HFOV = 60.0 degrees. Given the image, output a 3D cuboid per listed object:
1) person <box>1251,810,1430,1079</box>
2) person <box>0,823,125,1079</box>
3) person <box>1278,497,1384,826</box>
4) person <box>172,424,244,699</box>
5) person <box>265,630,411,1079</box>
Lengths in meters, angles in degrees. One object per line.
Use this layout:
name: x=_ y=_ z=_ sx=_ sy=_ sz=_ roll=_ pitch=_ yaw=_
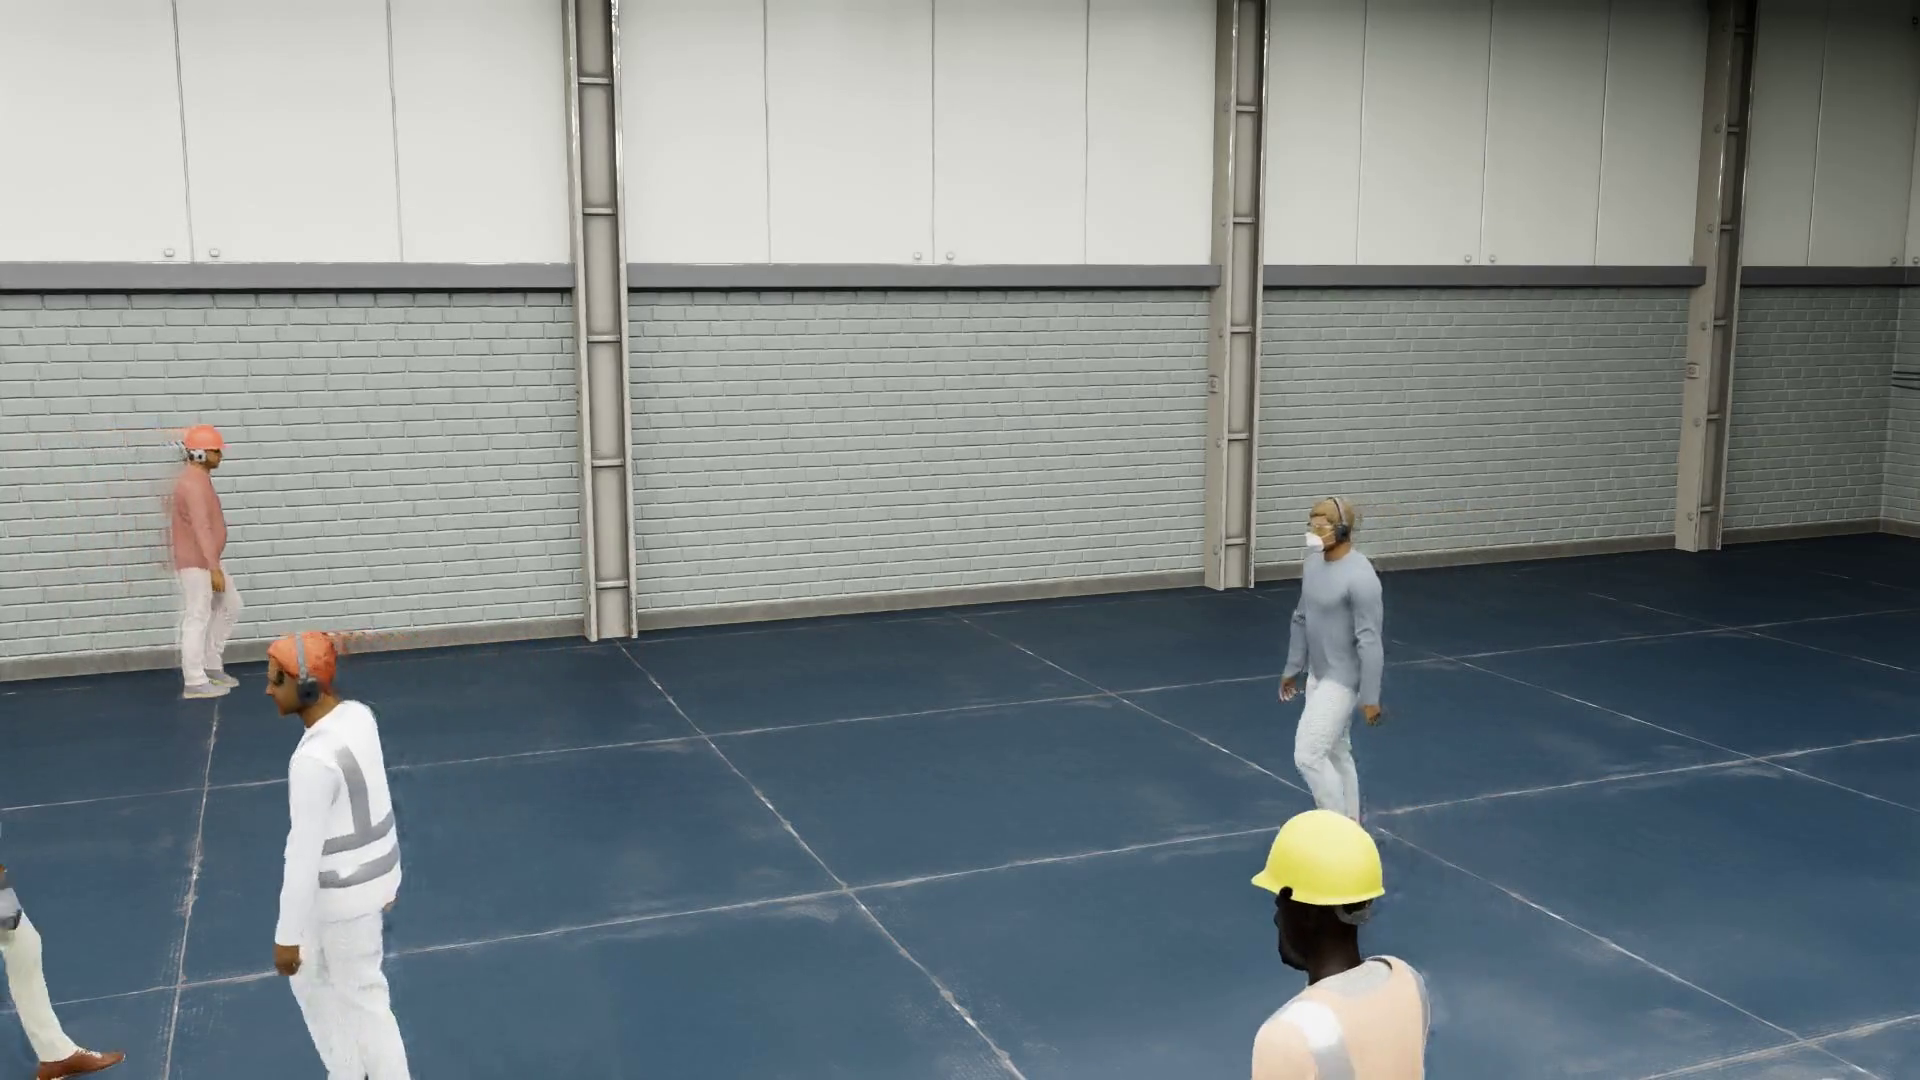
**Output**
person: x=0.764 y=1.516 z=3.605 sx=0.445 sy=1.907 sz=0.608 roll=9 pitch=13 yaw=44
person: x=-3.620 y=1.188 z=5.954 sx=0.973 sy=1.836 sz=0.509 roll=-8 pitch=12 yaw=-40
person: x=1.860 y=0.730 z=8.493 sx=0.553 sy=1.919 sz=0.639 roll=-1 pitch=9 yaw=-8
person: x=-5.390 y=0.159 z=11.917 sx=0.521 sy=1.975 sz=0.613 roll=-3 pitch=9 yaw=-17
person: x=-2.150 y=1.214 z=5.649 sx=0.633 sy=1.860 sz=0.619 roll=-1 pitch=9 yaw=-6
